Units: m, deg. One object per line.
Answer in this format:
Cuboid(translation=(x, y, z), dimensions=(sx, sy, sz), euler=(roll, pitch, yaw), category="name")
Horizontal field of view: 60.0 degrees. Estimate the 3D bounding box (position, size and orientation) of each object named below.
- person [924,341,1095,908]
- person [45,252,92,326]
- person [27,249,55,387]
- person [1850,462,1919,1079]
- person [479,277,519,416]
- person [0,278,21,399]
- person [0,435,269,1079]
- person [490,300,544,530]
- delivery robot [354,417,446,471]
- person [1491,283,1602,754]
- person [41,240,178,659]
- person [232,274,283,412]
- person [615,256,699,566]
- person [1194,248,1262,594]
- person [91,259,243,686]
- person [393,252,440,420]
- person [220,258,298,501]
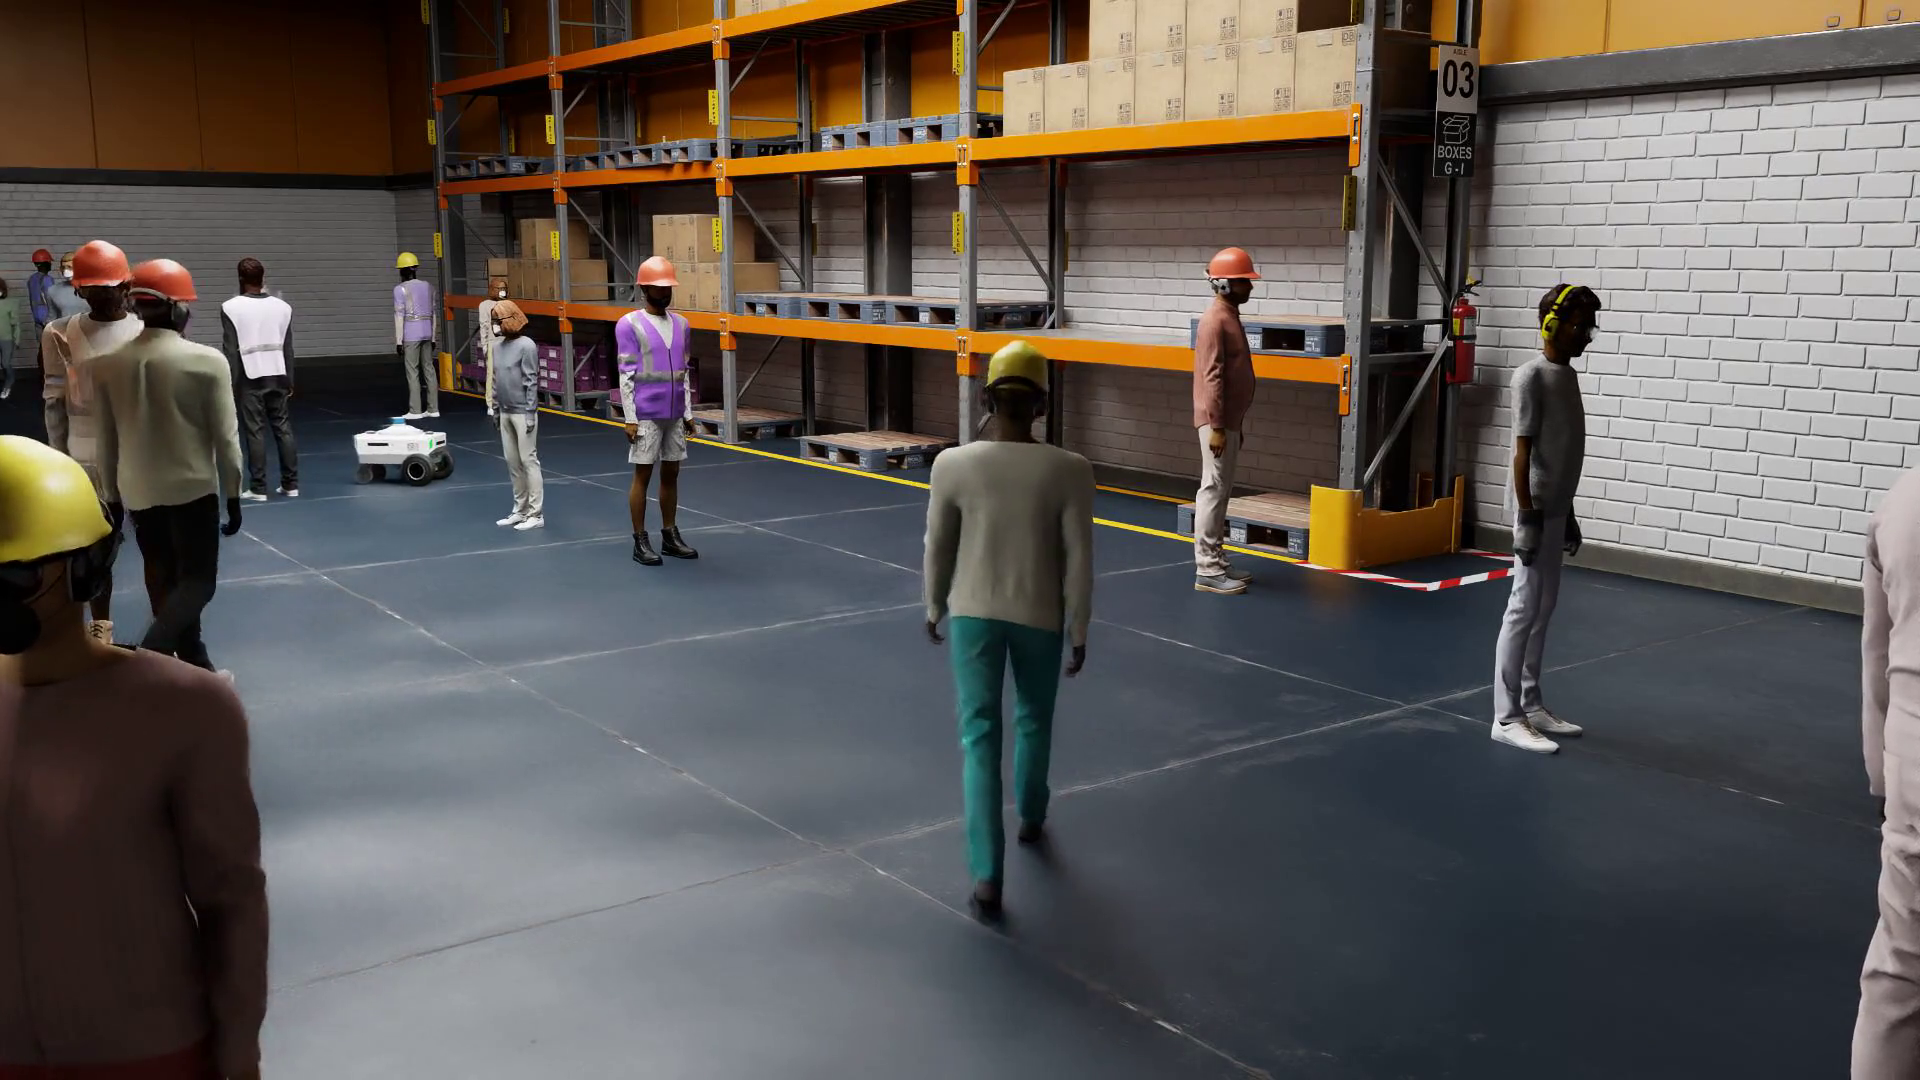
Cuboid(translation=(0.150, 0.235, 5.266), dimensions=(0.539, 1.715, 0.914), euler=(1, 10, 3), category="person")
Cuboid(translation=(-8.568, -1.829, 16.220), dimensions=(0.630, 1.940, 0.370), euler=(-1, 10, -5), category="person")
Cuboid(translation=(-12.783, -3.097, 23.315), dimensions=(0.551, 1.942, 0.345), euler=(6, 12, 31), category="person")
Cuboid(translation=(2.003, 0.518, 3.180), dimensions=(0.402, 1.904, 0.639), euler=(-1, 10, -5), category="person")
Cuboid(translation=(-5.420, -2.276, 19.608), dimensions=(0.492, 1.625, 0.282), euler=(-9, 14, -42), category="person")
Cuboid(translation=(-12.365, -2.571, 21.365), dimensions=(0.544, 1.613, 0.720), euler=(-5, 11, -26), category="person")
Cuboid(translation=(-1.269, 0.727, 2.389), dimensions=(0.533, 1.767, 0.325), euler=(-1, 10, -4), category="person")
Cuboid(translation=(-3.174, -0.889, 11.841), dimensions=(0.503, 1.623, 0.298), euler=(9, 13, 40), category="person")
Cuboid(translation=(-4.728, -0.797, 14.051), dimensions=(0.707, 0.478, 0.477), euler=(1, 10, 6), category="delivery robot")
Cuboid(translation=(2.374, -0.091, 6.701), dimensions=(0.328, 1.865, 0.519), euler=(8, 13, 38), category="person")
Cuboid(translation=(-3.998, -0.390, 7.896), dimensions=(0.605, 2.034, 0.388), euler=(-3, 11, -17), category="person")
Cuboid(translation=(-8.425, -2.458, 20.068), dimensions=(0.648, 1.820, 0.449), euler=(-7, 12, -33), category="person")
Cuboid(translation=(-1.901, -0.815, 10.545), dimensions=(0.355, 1.939, 0.543), euler=(9, 13, 41), category="person")
Cuboid(translation=(1.546, -0.694, 9.705), dimensions=(0.382, 1.995, 0.612), euler=(3, 11, 18), category="person")
Cuboid(translation=(-3.396, -0.204, 7.076), dimensions=(0.609, 1.967, 0.862), euler=(1, 10, 7), category="person")
Cuboid(translation=(-6.286, -2.344, 19.173), dimensions=(0.398, 1.919, 0.592), euler=(6, 12, 31), category="person")
Cuboid(translation=(-5.531, -1.267, 13.180), dimensions=(0.409, 1.907, 0.593), euler=(7, 12, 35), category="person")
